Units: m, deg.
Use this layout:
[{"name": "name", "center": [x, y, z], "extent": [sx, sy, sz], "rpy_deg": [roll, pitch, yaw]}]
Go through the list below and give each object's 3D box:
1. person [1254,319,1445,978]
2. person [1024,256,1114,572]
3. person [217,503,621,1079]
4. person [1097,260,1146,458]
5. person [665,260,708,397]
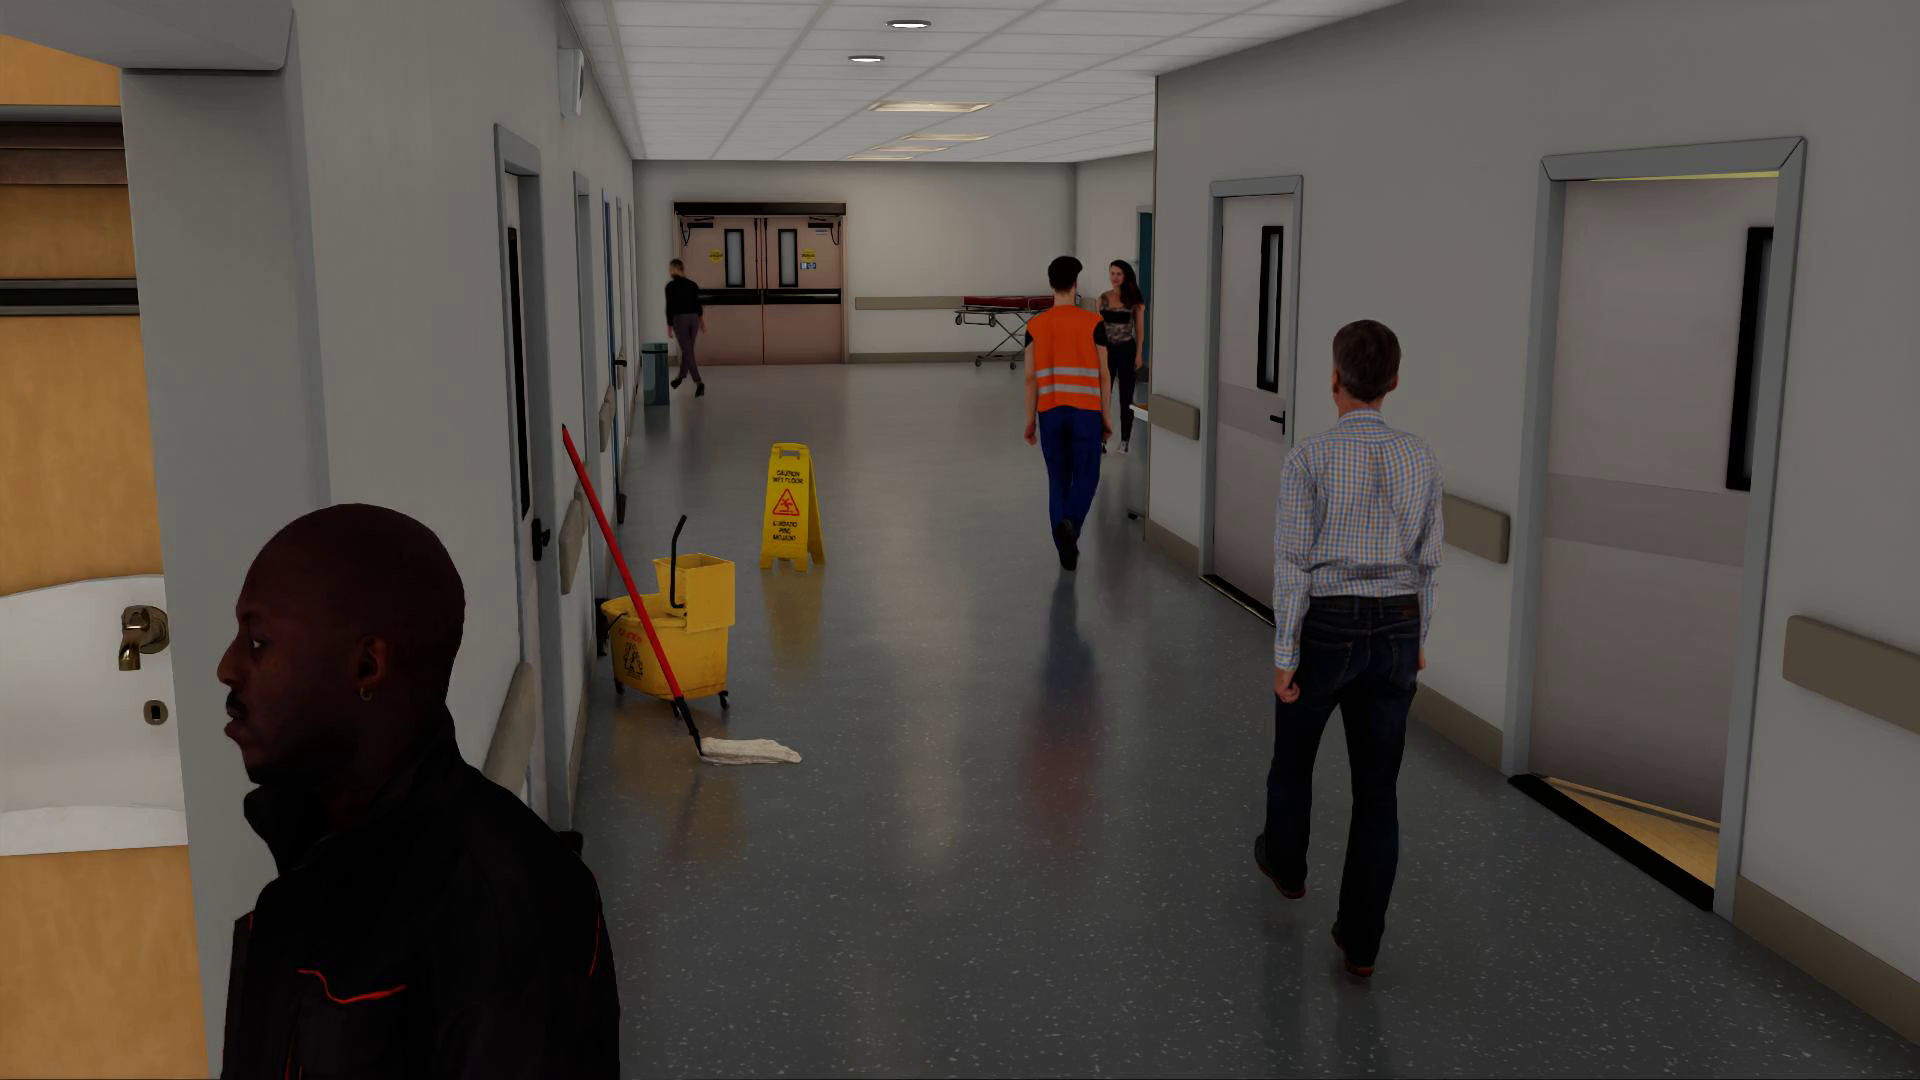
[{"name": "person", "center": [1.112, 0.320, 4.604], "extent": [0.725, 1.784, 1.061], "rpy_deg": [-1, 11, -4]}, {"name": "person", "center": [0.642, -0.720, 9.860], "extent": [0.939, 1.868, 1.171], "rpy_deg": [2, 11, 11]}, {"name": "person", "center": [-0.444, 0.863, 1.723], "extent": [1.132, 1.791, 1.122], "rpy_deg": [10, 15, 44]}, {"name": "person", "center": [1.447, -1.601, 14.854], "extent": [0.948, 1.737, 1.099], "rpy_deg": [4, 12, 21]}, {"name": "person", "center": [-3.240, -2.512, 19.959], "extent": [0.987, 1.623, 1.128], "rpy_deg": [-9, 14, -39]}]
